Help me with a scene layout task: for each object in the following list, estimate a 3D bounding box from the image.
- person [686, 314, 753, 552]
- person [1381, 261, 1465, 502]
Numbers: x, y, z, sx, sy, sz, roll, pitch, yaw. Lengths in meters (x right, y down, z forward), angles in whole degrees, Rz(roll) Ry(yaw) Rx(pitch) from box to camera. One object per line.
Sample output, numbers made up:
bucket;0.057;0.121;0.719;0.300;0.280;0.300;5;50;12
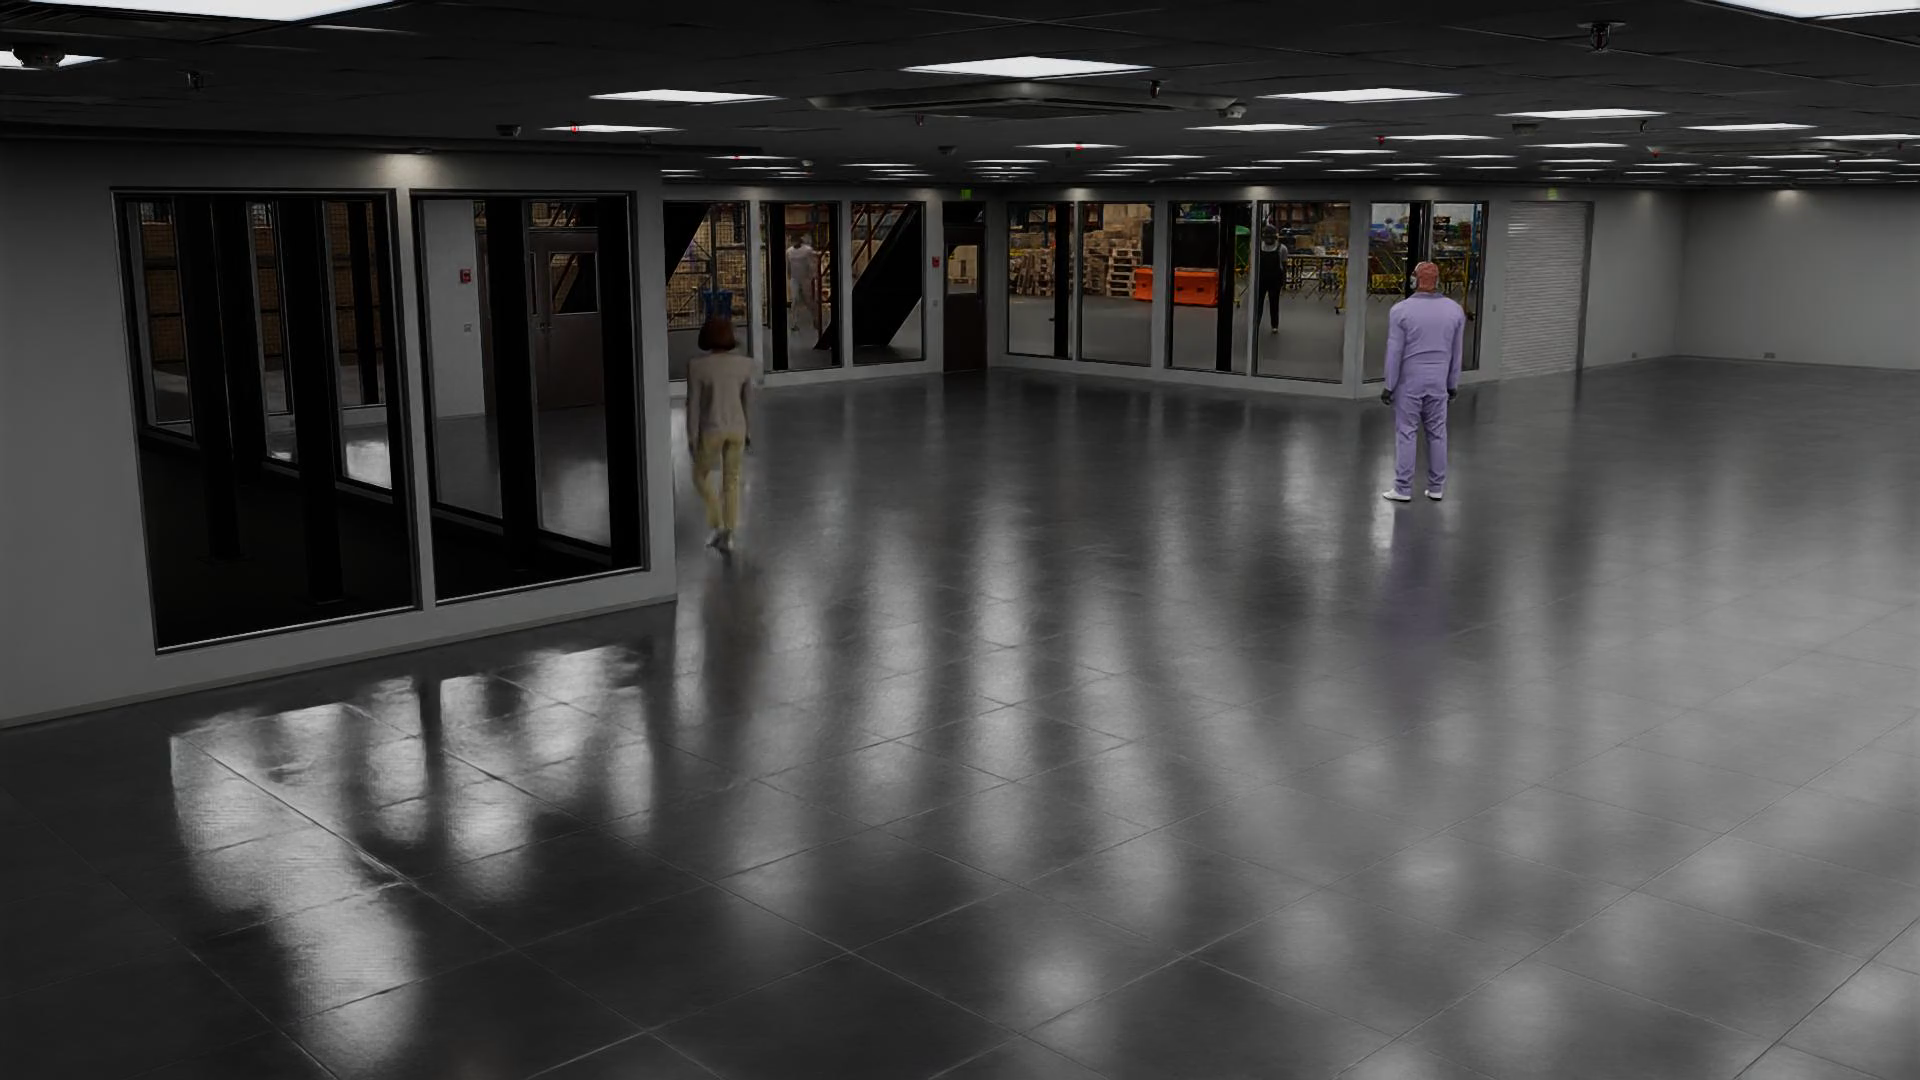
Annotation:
person;-1.632;-0.719;11.283;0.511;1.618;0.341;-7;13;-30
person;3.657;-1.252;13.240;0.651;1.906;0.403;-2;12;-12
